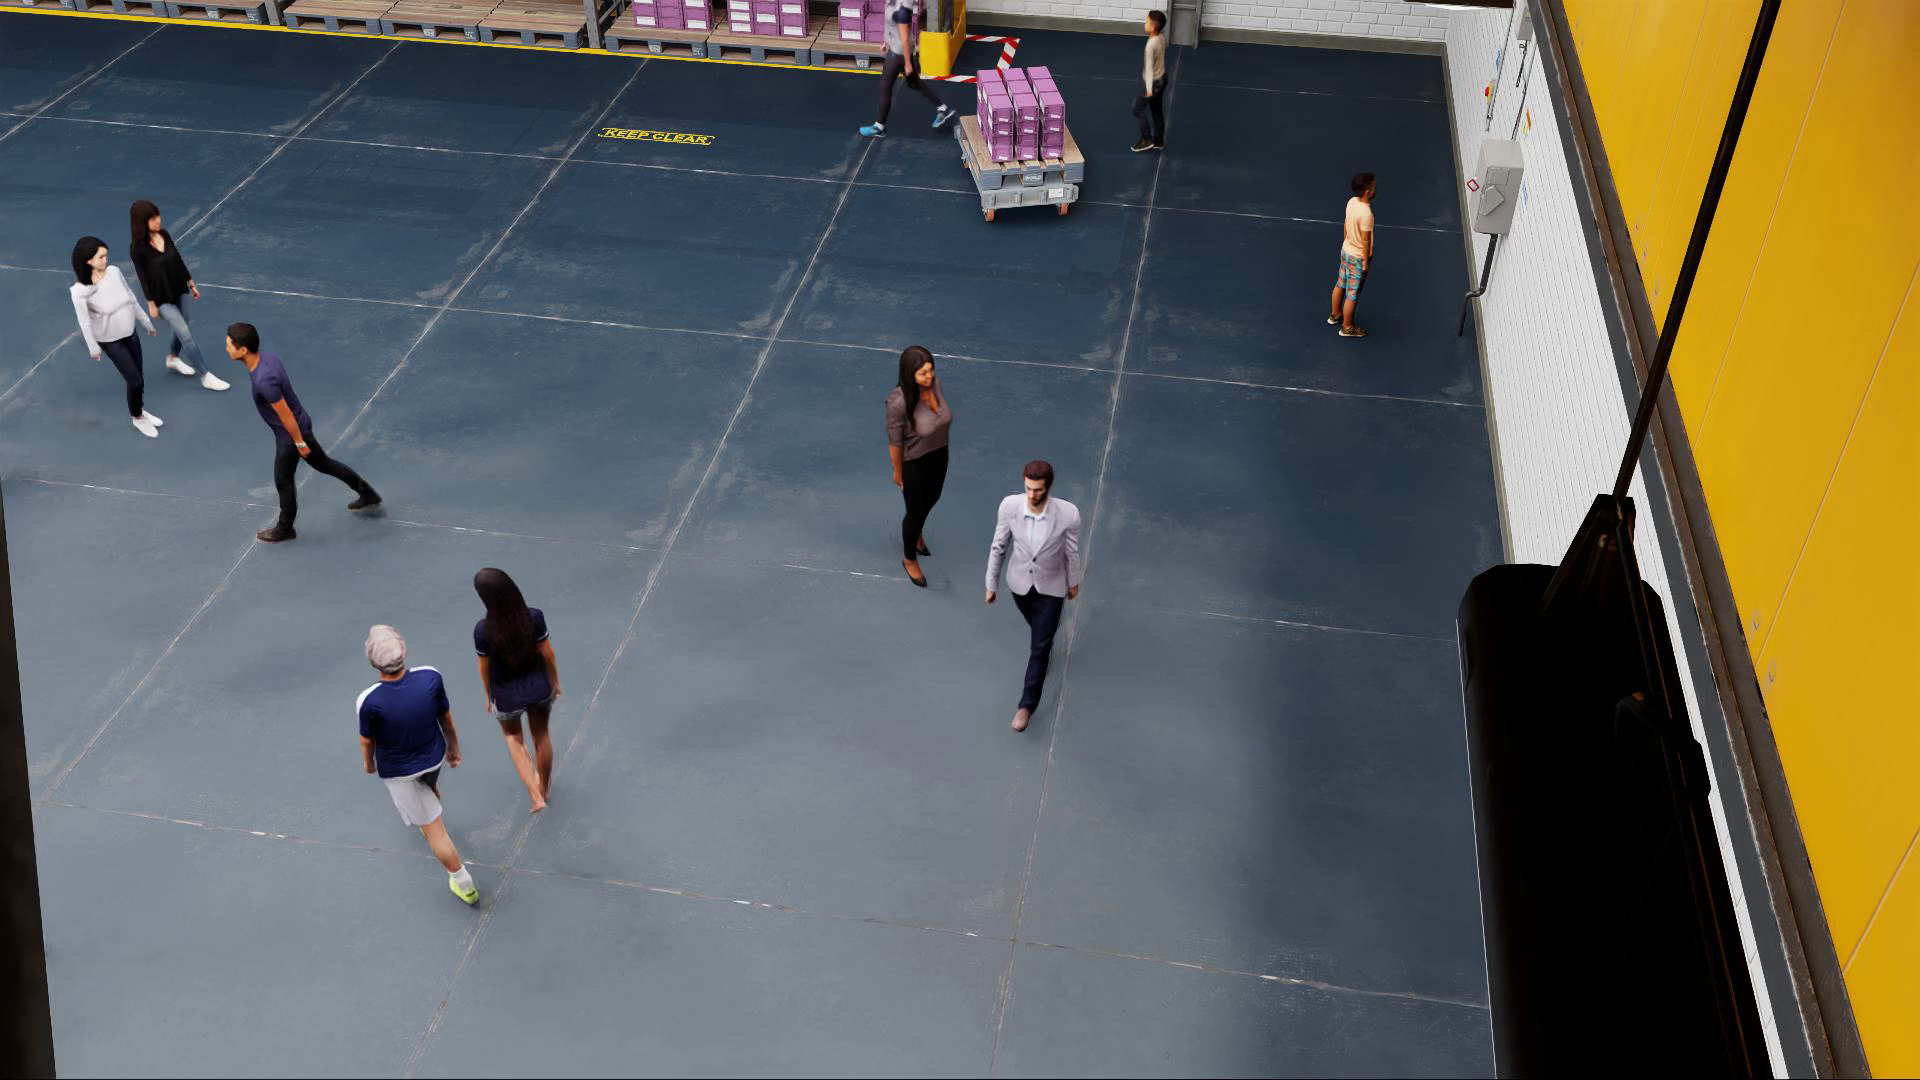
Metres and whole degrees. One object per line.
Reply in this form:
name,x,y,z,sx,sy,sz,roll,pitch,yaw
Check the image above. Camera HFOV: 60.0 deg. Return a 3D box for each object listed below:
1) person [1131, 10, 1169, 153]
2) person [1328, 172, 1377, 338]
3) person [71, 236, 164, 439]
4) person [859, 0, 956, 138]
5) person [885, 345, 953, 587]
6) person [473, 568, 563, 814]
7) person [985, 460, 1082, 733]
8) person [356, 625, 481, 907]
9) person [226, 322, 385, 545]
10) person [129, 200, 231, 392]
person,2.018,-4.598,16.757,0.612,1.450,0.600,17,42,20
person,3.333,-2.419,14.018,0.621,1.462,0.598,-10,40,-13
person,-6.548,-1.583,12.792,0.613,1.685,0.645,10,40,13
person,-0.504,-4.967,16.943,1.290,1.792,0.852,0,39,-1
person,-0.298,-0.552,11.373,0.819,1.846,0.783,26,46,29
person,-2.497,0.938,9.586,0.793,1.746,0.836,-16,41,-19
person,0.507,0.218,10.447,1.186,1.797,0.919,13,41,16
person,-2.962,1.262,9.138,1.228,1.801,1.035,31,48,32
person,-4.623,-0.768,11.731,1.230,1.737,1.016,-13,40,-15
person,-6.393,-1.981,13.339,0.940,1.625,0.673,11,40,14
